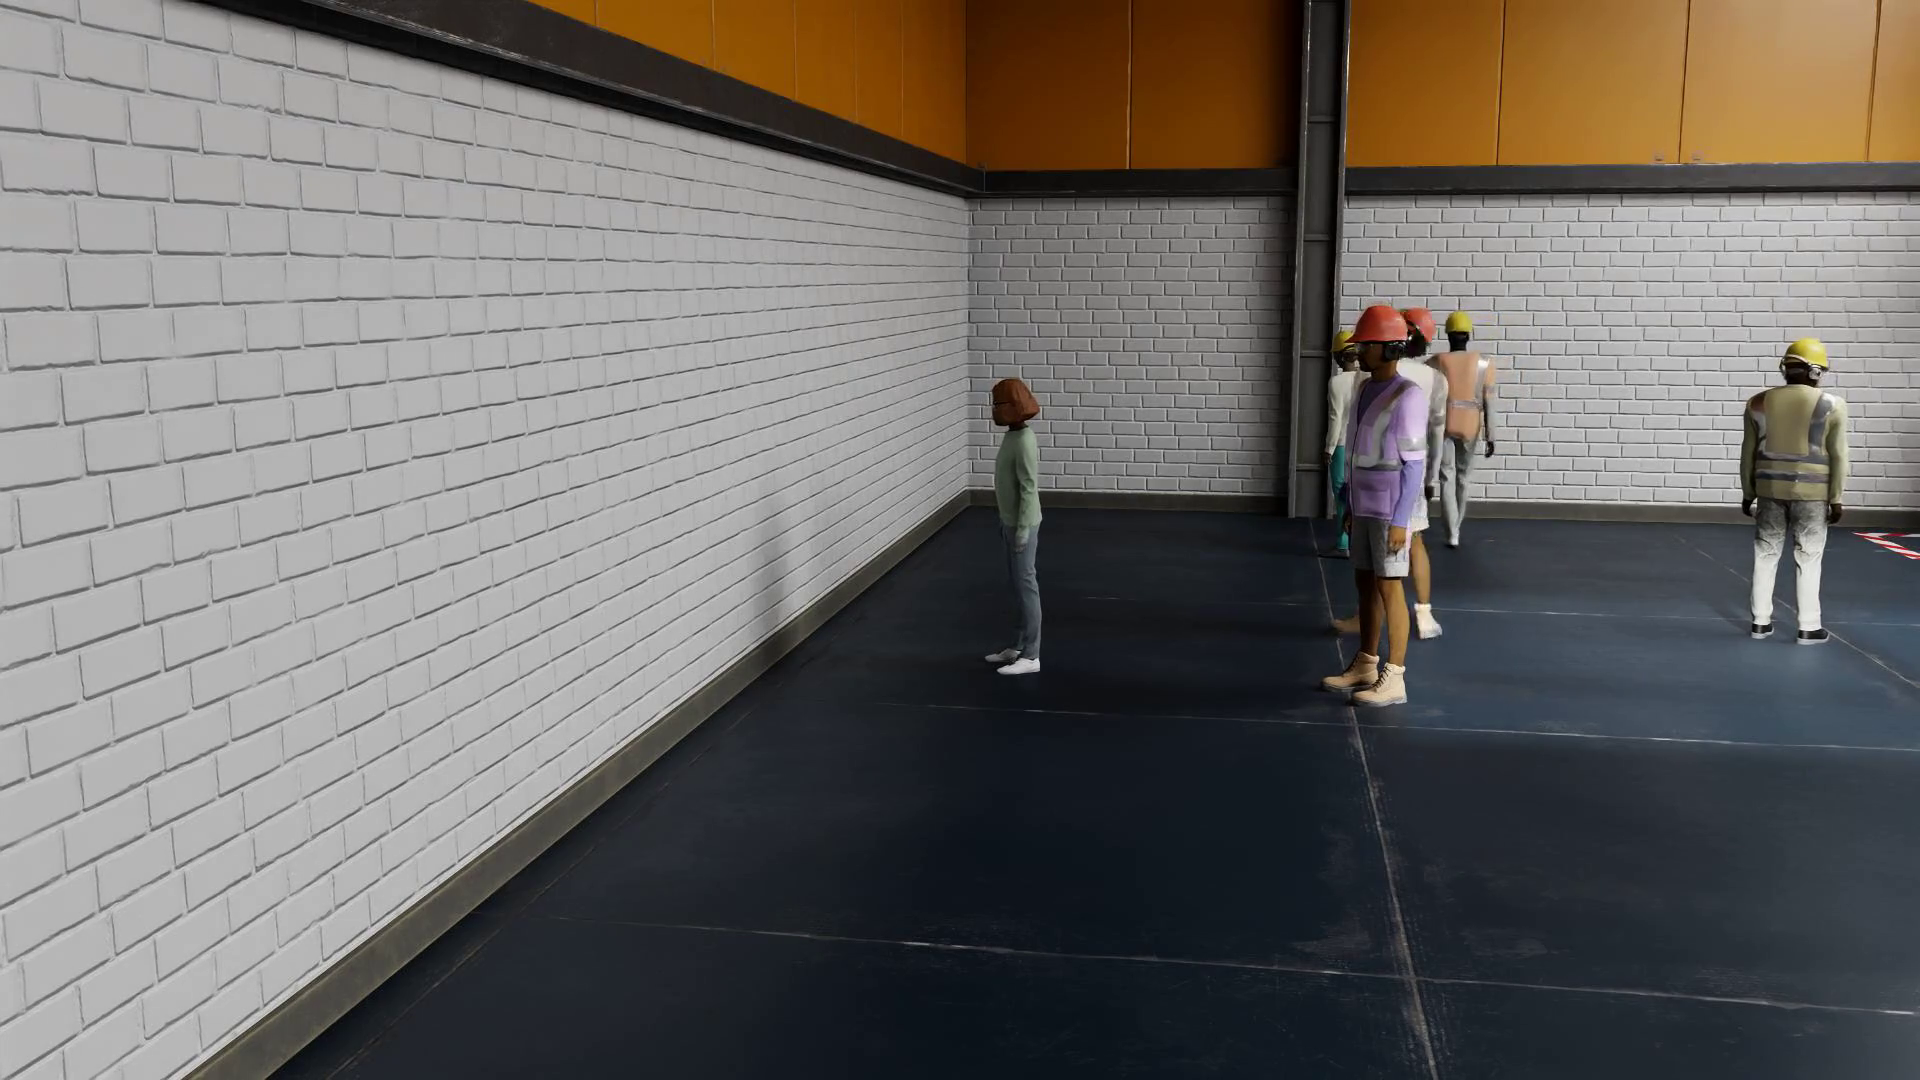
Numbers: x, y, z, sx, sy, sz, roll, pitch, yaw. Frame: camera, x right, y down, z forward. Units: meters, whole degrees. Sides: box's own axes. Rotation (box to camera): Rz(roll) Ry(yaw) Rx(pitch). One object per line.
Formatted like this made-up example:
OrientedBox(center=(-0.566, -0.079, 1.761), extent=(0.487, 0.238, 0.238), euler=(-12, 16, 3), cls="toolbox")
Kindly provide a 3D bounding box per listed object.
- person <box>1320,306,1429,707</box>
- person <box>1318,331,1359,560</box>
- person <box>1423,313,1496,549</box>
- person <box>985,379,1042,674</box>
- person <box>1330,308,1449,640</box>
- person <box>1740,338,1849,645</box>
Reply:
OrientedBox(center=(2.127, -0.169, 8.521), extent=(0.379, 2.045, 0.605), euler=(-2, 9, -14), cls="person")
OrientedBox(center=(2.978, -0.733, 12.889), extent=(0.532, 1.765, 0.323), euler=(-9, 13, -44), cls="person")
OrientedBox(center=(4.024, -0.903, 13.584), extent=(0.608, 1.872, 0.979), euler=(2, 9, 10), cls="person")
OrientedBox(center=(0.307, -0.075, 9.208), extent=(0.285, 1.632, 0.499), euler=(-1, 9, -8), cls="person")
OrientedBox(center=(2.613, -0.376, 9.966), extent=(0.695, 1.997, 0.527), euler=(-3, 10, -19), cls="person")
OrientedBox(center=(4.990, -0.289, 9.959), extent=(0.404, 1.821, 0.589), euler=(-9, 13, -44), cls="person")
